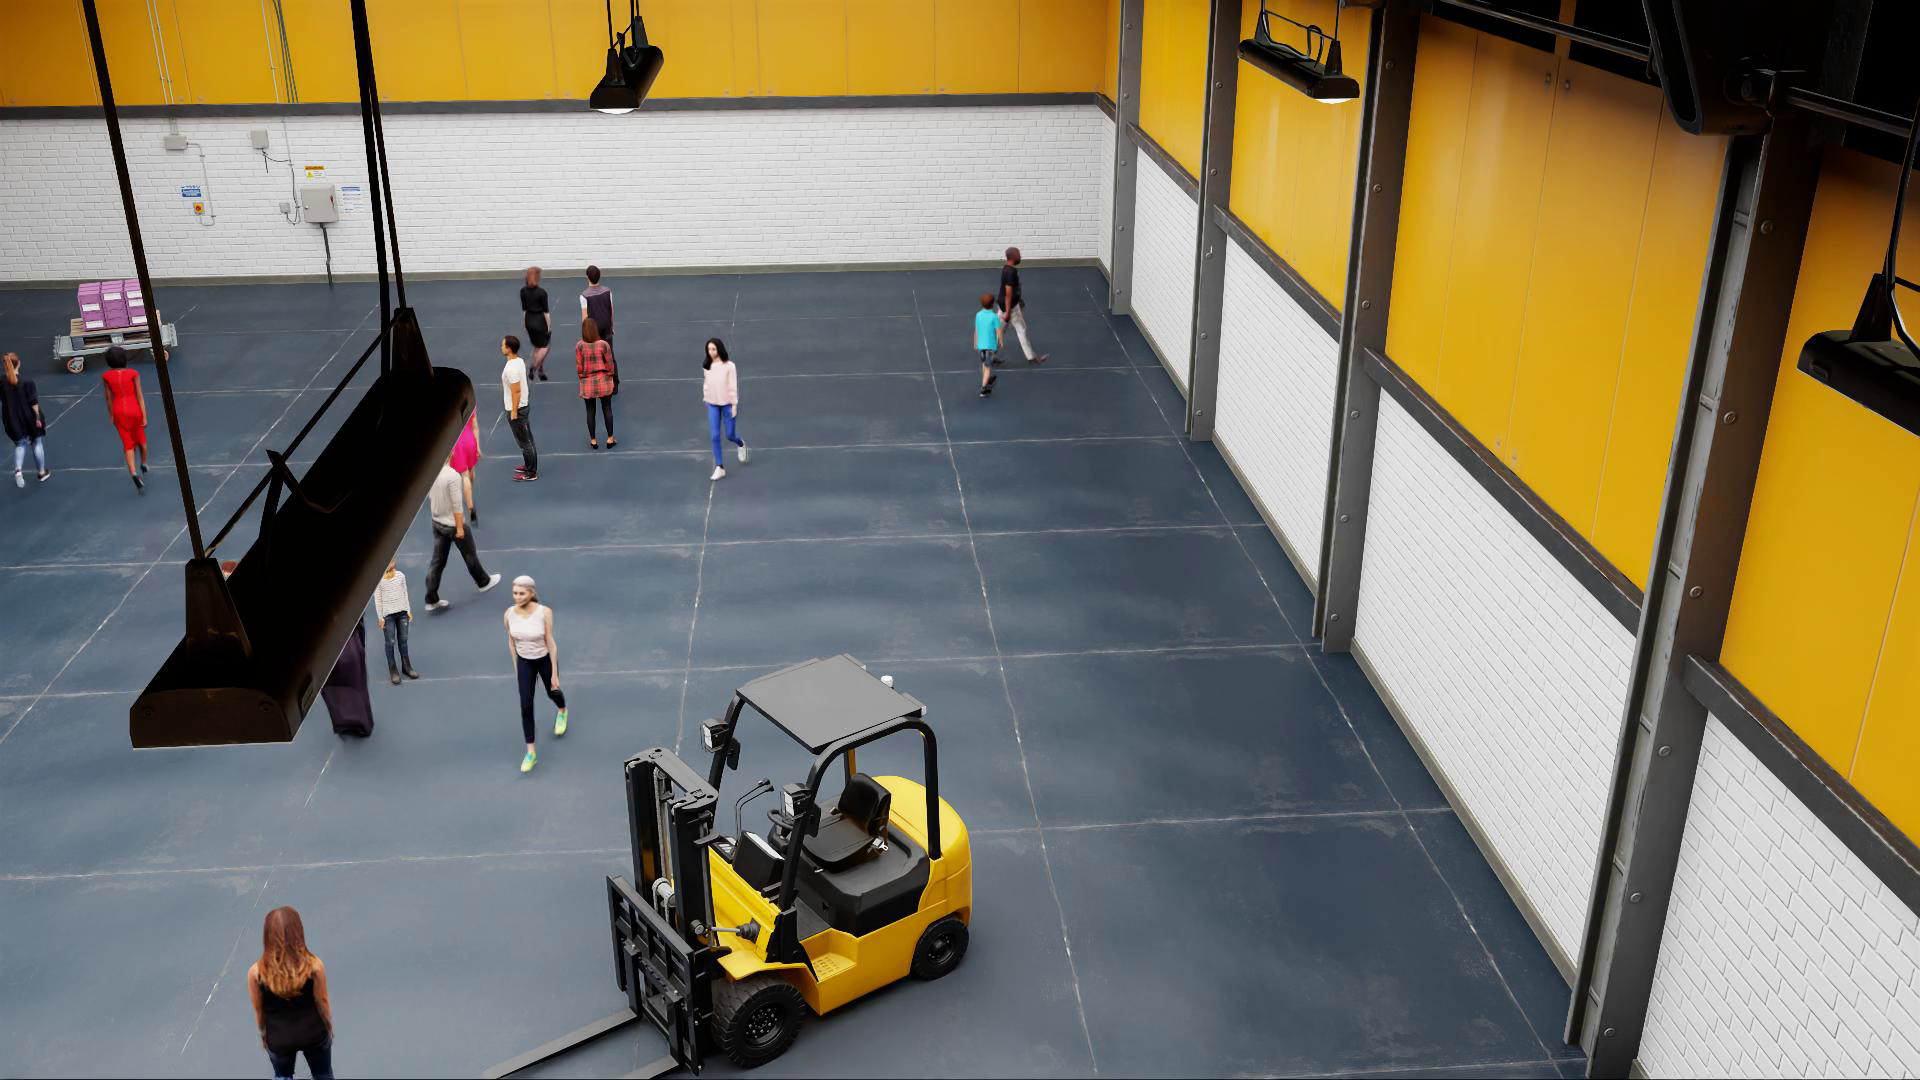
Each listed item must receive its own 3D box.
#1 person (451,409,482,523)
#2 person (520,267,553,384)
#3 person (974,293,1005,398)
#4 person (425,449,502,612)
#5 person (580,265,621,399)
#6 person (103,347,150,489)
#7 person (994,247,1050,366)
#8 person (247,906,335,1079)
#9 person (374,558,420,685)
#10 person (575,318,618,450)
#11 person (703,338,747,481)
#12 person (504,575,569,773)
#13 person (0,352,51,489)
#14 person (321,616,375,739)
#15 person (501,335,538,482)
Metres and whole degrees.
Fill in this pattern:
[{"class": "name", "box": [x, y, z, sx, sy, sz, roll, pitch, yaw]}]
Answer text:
[{"class": "person", "box": [-5.674, -1.016, 18.973, 0.826, 1.681, 1.096, -11, 26, -23]}, {"class": "person", "box": [-6.005, -2.984, 23.467, 0.773, 1.688, 0.920, 7, 25, 15]}, {"class": "person", "box": [0.345, -2.699, 23.146, 0.828, 1.423, 0.945, 14, 27, 30]}, {"class": "person", "box": [-5.240, -0.119, 16.819, 1.108, 1.762, 1.251, 14, 27, 29]}, {"class": "person", "box": [-5.006, -2.897, 23.068, 0.743, 1.848, 0.768, -19, 30, -36]}, {"class": "person", "box": [-9.943, -1.420, 19.875, 0.781, 1.700, 1.162, -8, 25, -19]}, {"class": "person", "box": [0.623, -3.369, 24.259, 0.744, 1.759, 1.074, -3, 24, -7]}, {"class": "person", "box": [-3.921, 2.969, 9.817, 0.645, 1.714, 0.763, -6, 24, -14]}, {"class": "person", "box": [-5.287, 0.691, 15.524, 0.573, 1.315, 0.629, -20, 30, -38]}, {"class": "person", "box": [-4.638, -1.995, 21.190, 0.603, 1.699, 0.531, -2, 24, -5]}, {"class": "person", "box": [-2.860, -1.635, 20.300, 0.879, 1.752, 1.056, 8, 25, 18]}, {"class": "person", "box": [-3.585, 1.054, 14.264, 0.734, 1.660, 1.198, 1, 24, 3]}, {"class": "person", "box": [-11.242, -1.407, 19.888, 0.653, 1.665, 0.967, -3, 24, -7]}, {"class": "person", "box": [-5.352, 1.001, 14.446, 0.844, 1.612, 0.913, -18, 29, -35]}, {"class": "person", "box": [-5.354, -1.614, 20.188, 0.689, 1.803, 0.466, -2, 24, -4]}]
